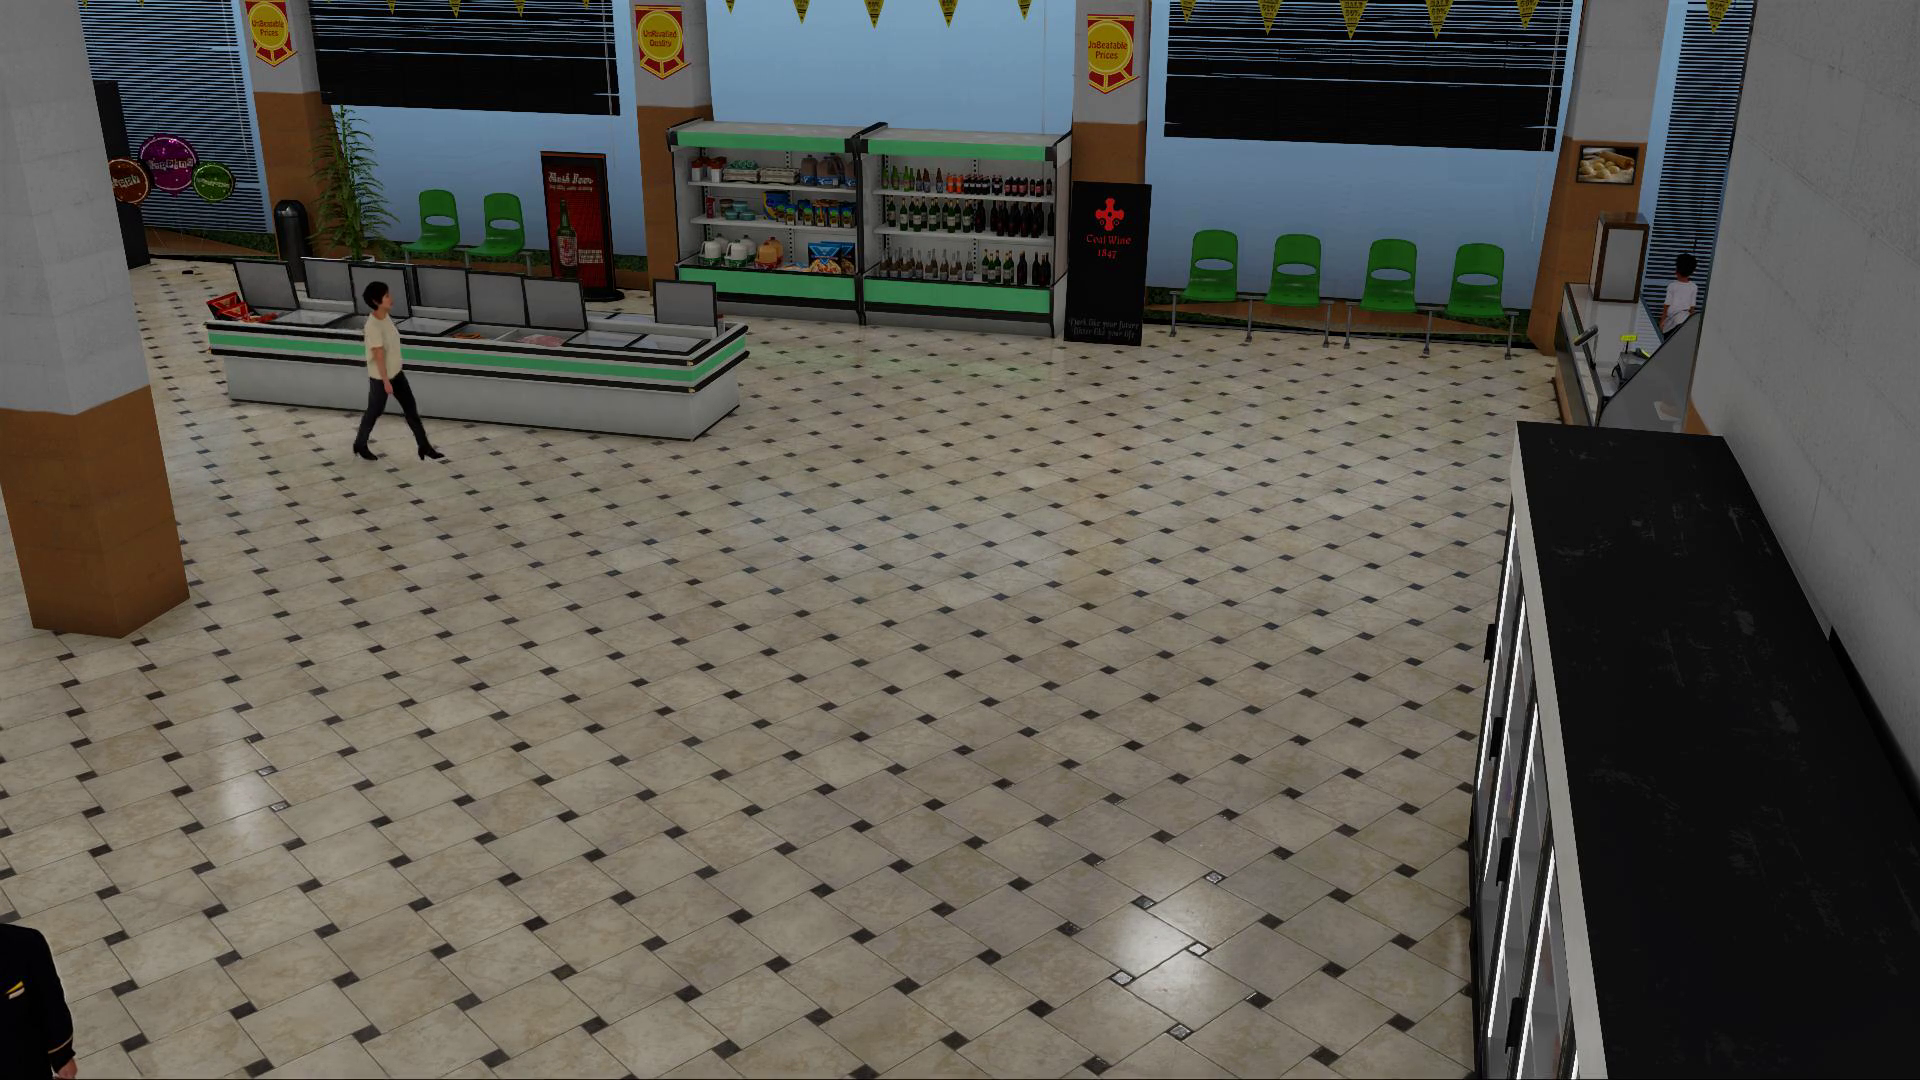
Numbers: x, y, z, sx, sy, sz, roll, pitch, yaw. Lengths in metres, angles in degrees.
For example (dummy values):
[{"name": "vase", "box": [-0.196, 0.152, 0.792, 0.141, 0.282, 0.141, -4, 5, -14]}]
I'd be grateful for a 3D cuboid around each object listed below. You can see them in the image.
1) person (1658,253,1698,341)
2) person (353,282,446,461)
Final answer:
[{"name": "person", "box": [7.098, -2.206, 16.462, 0.512, 1.259, 0.614, -3, 22, -7]}, {"name": "person", "box": [-4.897, -1.367, 13.983, 1.056, 1.550, 0.736, 1, 22, 2]}]
